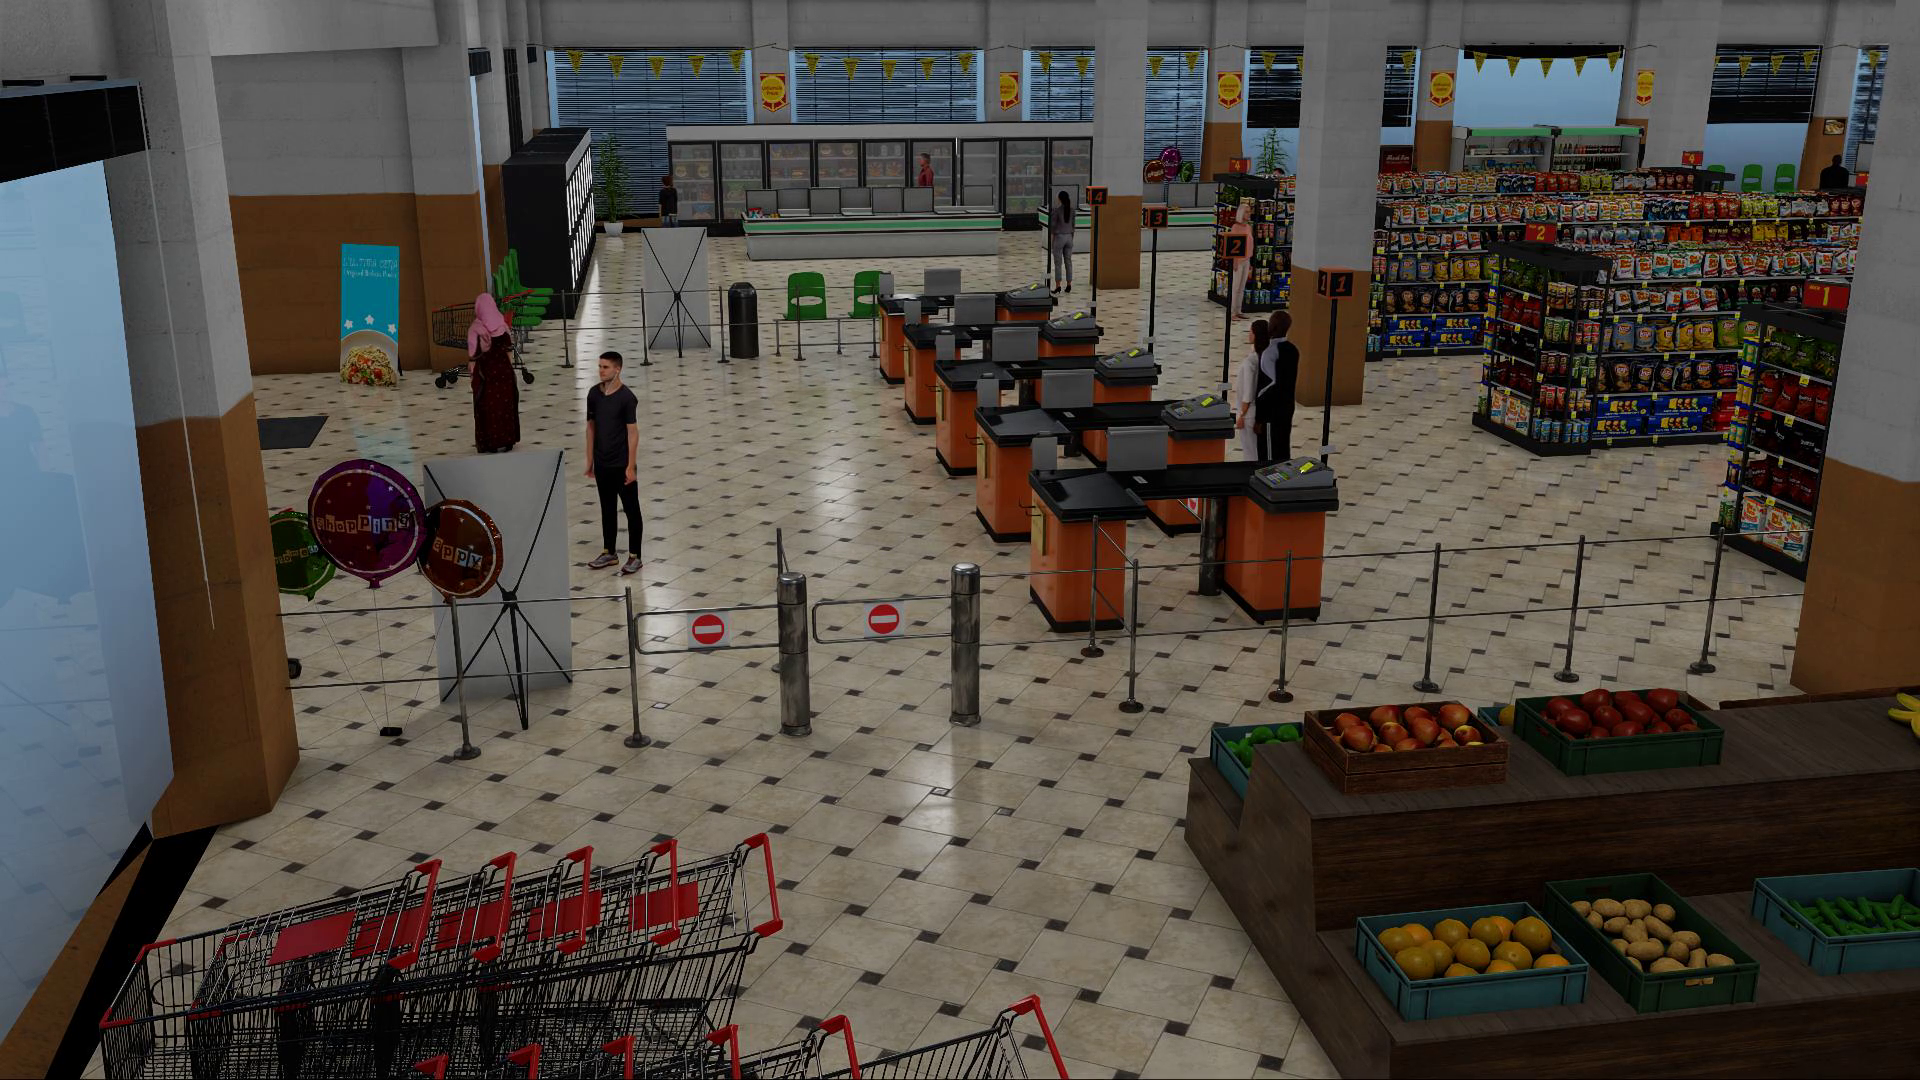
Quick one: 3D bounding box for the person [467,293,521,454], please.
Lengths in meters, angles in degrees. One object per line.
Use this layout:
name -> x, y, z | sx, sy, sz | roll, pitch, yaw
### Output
person -> -4.775, -1.711, 16.985 | 0.696, 1.638, 0.816 | -12, 21, -34

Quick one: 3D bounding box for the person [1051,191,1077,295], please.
person -> 1.698, -4.914, 27.463 | 0.628, 1.678, 0.750 | -9, 19, -27

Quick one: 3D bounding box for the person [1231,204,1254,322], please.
person -> 4.203, -4.177, 24.954 | 0.740, 1.725, 0.654 | 15, 22, 40

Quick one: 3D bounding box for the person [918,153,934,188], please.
person -> -0.679, -6.971, 33.976 | 0.555, 1.829, 0.703 | -2, 17, -5

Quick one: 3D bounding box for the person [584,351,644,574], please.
person -> -2.730, -0.624, 13.186 | 0.681, 1.764, 0.777 | 8, 19, 24

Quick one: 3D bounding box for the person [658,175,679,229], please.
person -> -5.831, -6.564, 33.301 | 0.508, 1.443, 0.640 | -7, 18, -21

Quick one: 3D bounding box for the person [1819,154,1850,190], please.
person -> 17.729, -6.922, 33.835 | 0.783, 1.819, 0.833 | 13, 21, 36

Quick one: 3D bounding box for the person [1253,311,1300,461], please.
person -> 2.807, -1.135, 14.760 | 0.690, 1.827, 0.796 | -16, 23, -43

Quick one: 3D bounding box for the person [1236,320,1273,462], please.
person -> 2.692, -1.167, 15.104 | 0.745, 1.688, 0.671 | 14, 22, 38
